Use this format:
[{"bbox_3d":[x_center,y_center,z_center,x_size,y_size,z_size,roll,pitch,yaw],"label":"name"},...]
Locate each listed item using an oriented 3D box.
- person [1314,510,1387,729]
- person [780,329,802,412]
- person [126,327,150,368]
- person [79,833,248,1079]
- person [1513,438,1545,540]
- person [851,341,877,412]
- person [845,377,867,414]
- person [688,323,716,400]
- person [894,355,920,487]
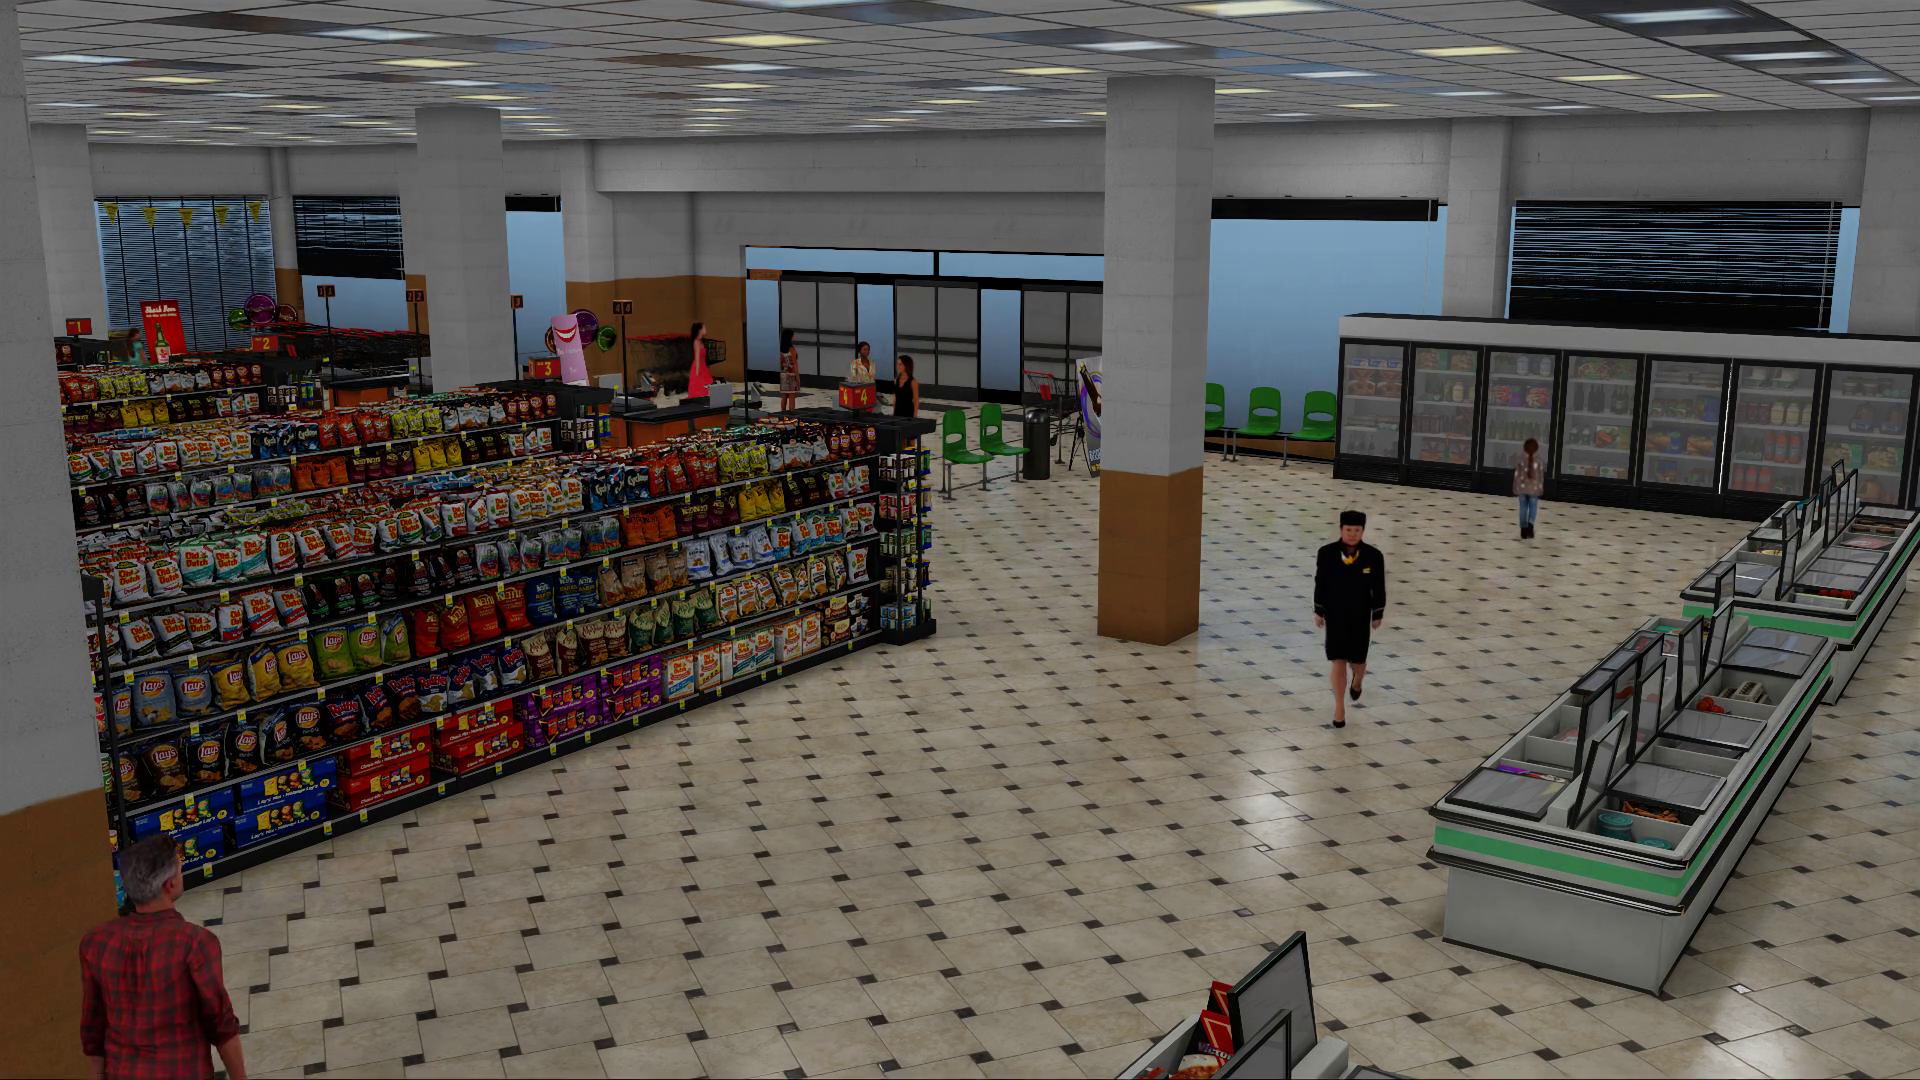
[{"bbox_3d":[2.974,0.586,12.726,0.821,1.659,0.945,4,13,20],"label":"person"},{"bbox_3d":[-3.009,-2.883,29.235,0.600,1.645,0.693,-11,16,-42],"label":"person"},{"bbox_3d":[-15.300,-3.166,30.820,0.588,1.545,0.619,5,13,22],"label":"person"},{"bbox_3d":[-2.847,1.978,5.820,1.014,1.781,1.325,3,12,15],"label":"person"},{"bbox_3d":[6.657,-0.595,19.472,0.548,1.190,0.569,5,13,21],"label":"person"},{"bbox_3d":[-1.468,-2.125,25.278,0.586,1.792,0.733,-8,14,-34],"label":"person"},{"bbox_3d":[-1.177,-1.179,21.026,1.072,1.693,1.088,-1,12,-5],"label":"person"},{"bbox_3d":[-4.736,-3.011,29.684,0.888,1.711,0.823,-3,12,-13],"label":"person"},{"bbox_3d":[-0.737,-1.611,22.735,0.593,1.834,0.537,10,15,38],"label":"person"}]
